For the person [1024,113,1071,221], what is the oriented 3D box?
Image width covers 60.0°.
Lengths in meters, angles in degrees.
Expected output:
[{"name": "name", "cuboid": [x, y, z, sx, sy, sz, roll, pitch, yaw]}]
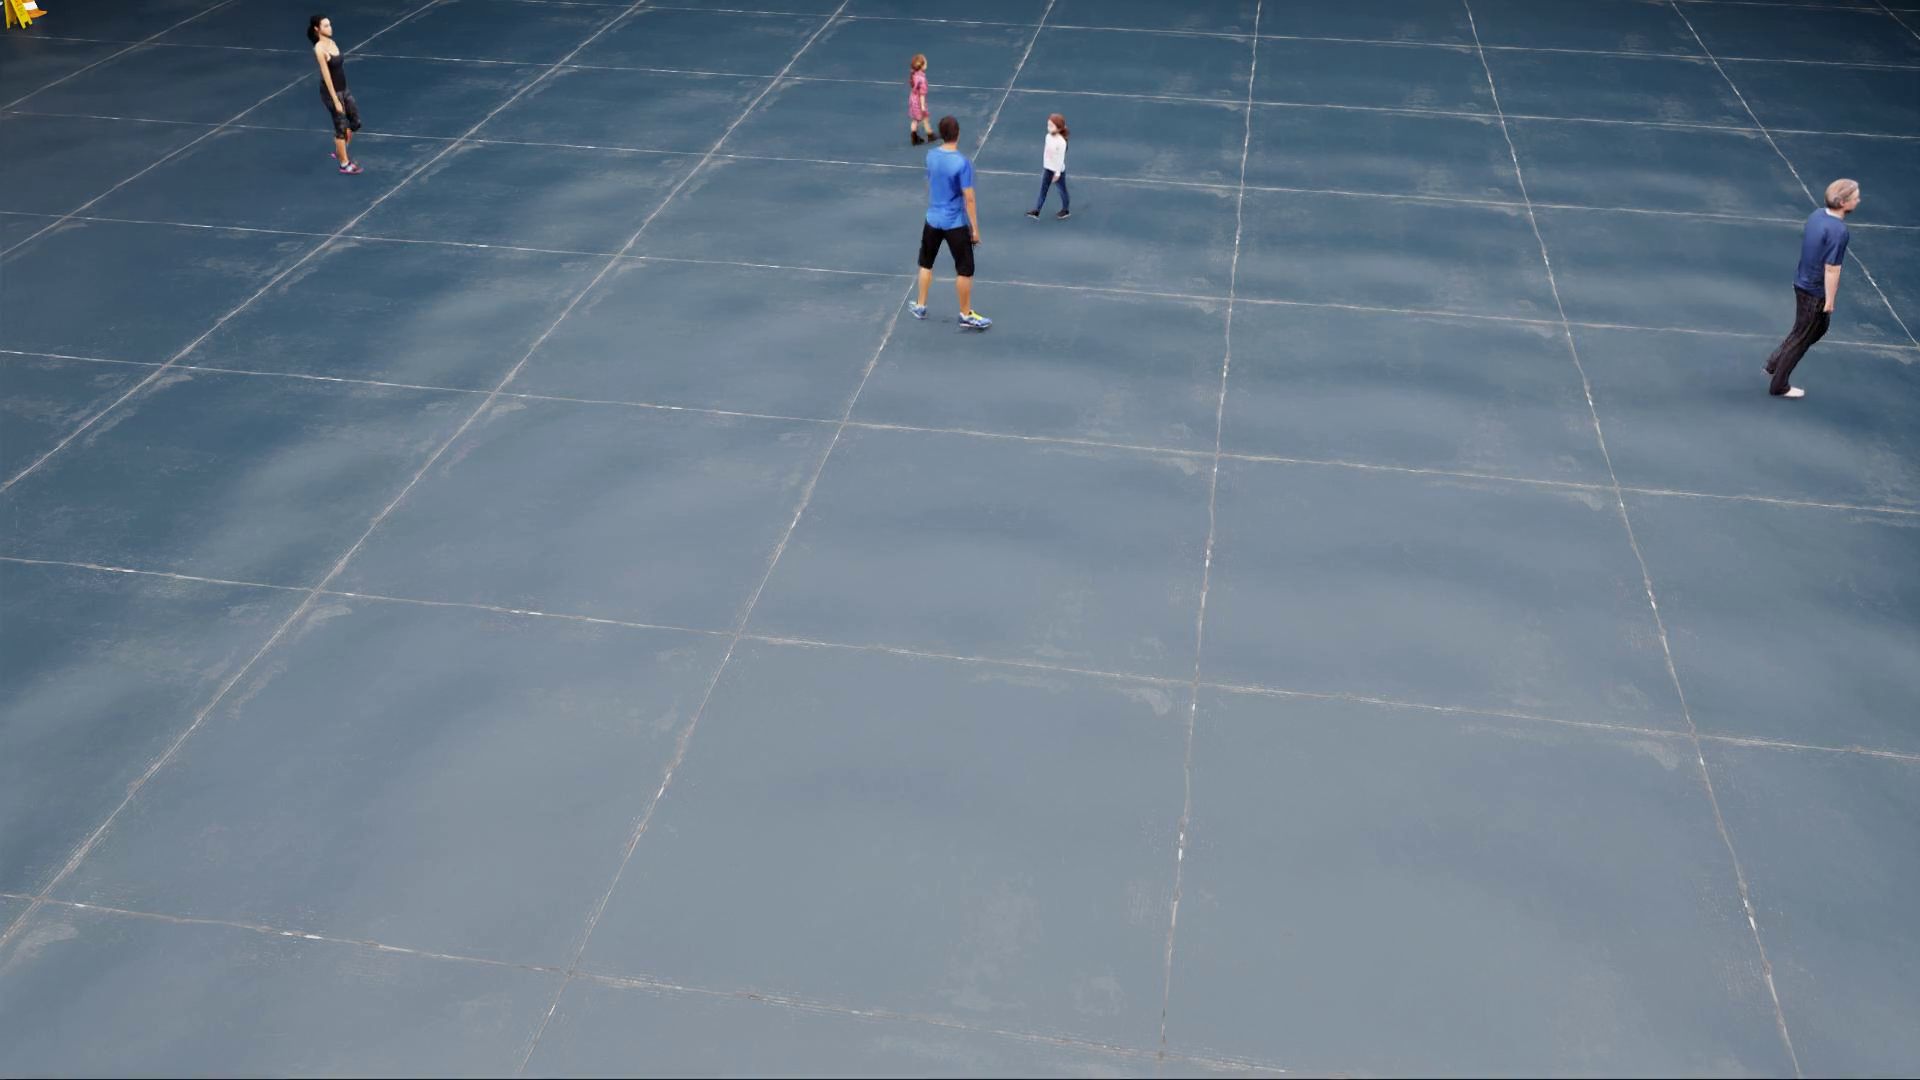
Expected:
[{"name": "person", "cuboid": [1.012, -3.799, 16.941, 0.782, 1.089, 0.733, -22, 38, -31]}]

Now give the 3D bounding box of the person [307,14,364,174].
[{"name": "person", "cuboid": [-6.806, -4.784, 17.915, 0.594, 1.718, 0.560, 5, 33, 7]}]

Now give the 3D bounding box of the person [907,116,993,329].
[{"name": "person", "cuboid": [-0.079, -2.758, 14.584, 0.793, 1.845, 1.151, 28, 42, 36]}]

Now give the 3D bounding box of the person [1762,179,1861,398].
[{"name": "person", "cuboid": [6.780, -2.010, 13.389, 0.679, 1.855, 0.687, 3, 32, 4]}]

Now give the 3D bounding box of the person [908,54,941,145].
[{"name": "person", "cuboid": [-0.505, -4.998, 18.913, 0.680, 1.014, 0.613, -18, 36, -26]}]
